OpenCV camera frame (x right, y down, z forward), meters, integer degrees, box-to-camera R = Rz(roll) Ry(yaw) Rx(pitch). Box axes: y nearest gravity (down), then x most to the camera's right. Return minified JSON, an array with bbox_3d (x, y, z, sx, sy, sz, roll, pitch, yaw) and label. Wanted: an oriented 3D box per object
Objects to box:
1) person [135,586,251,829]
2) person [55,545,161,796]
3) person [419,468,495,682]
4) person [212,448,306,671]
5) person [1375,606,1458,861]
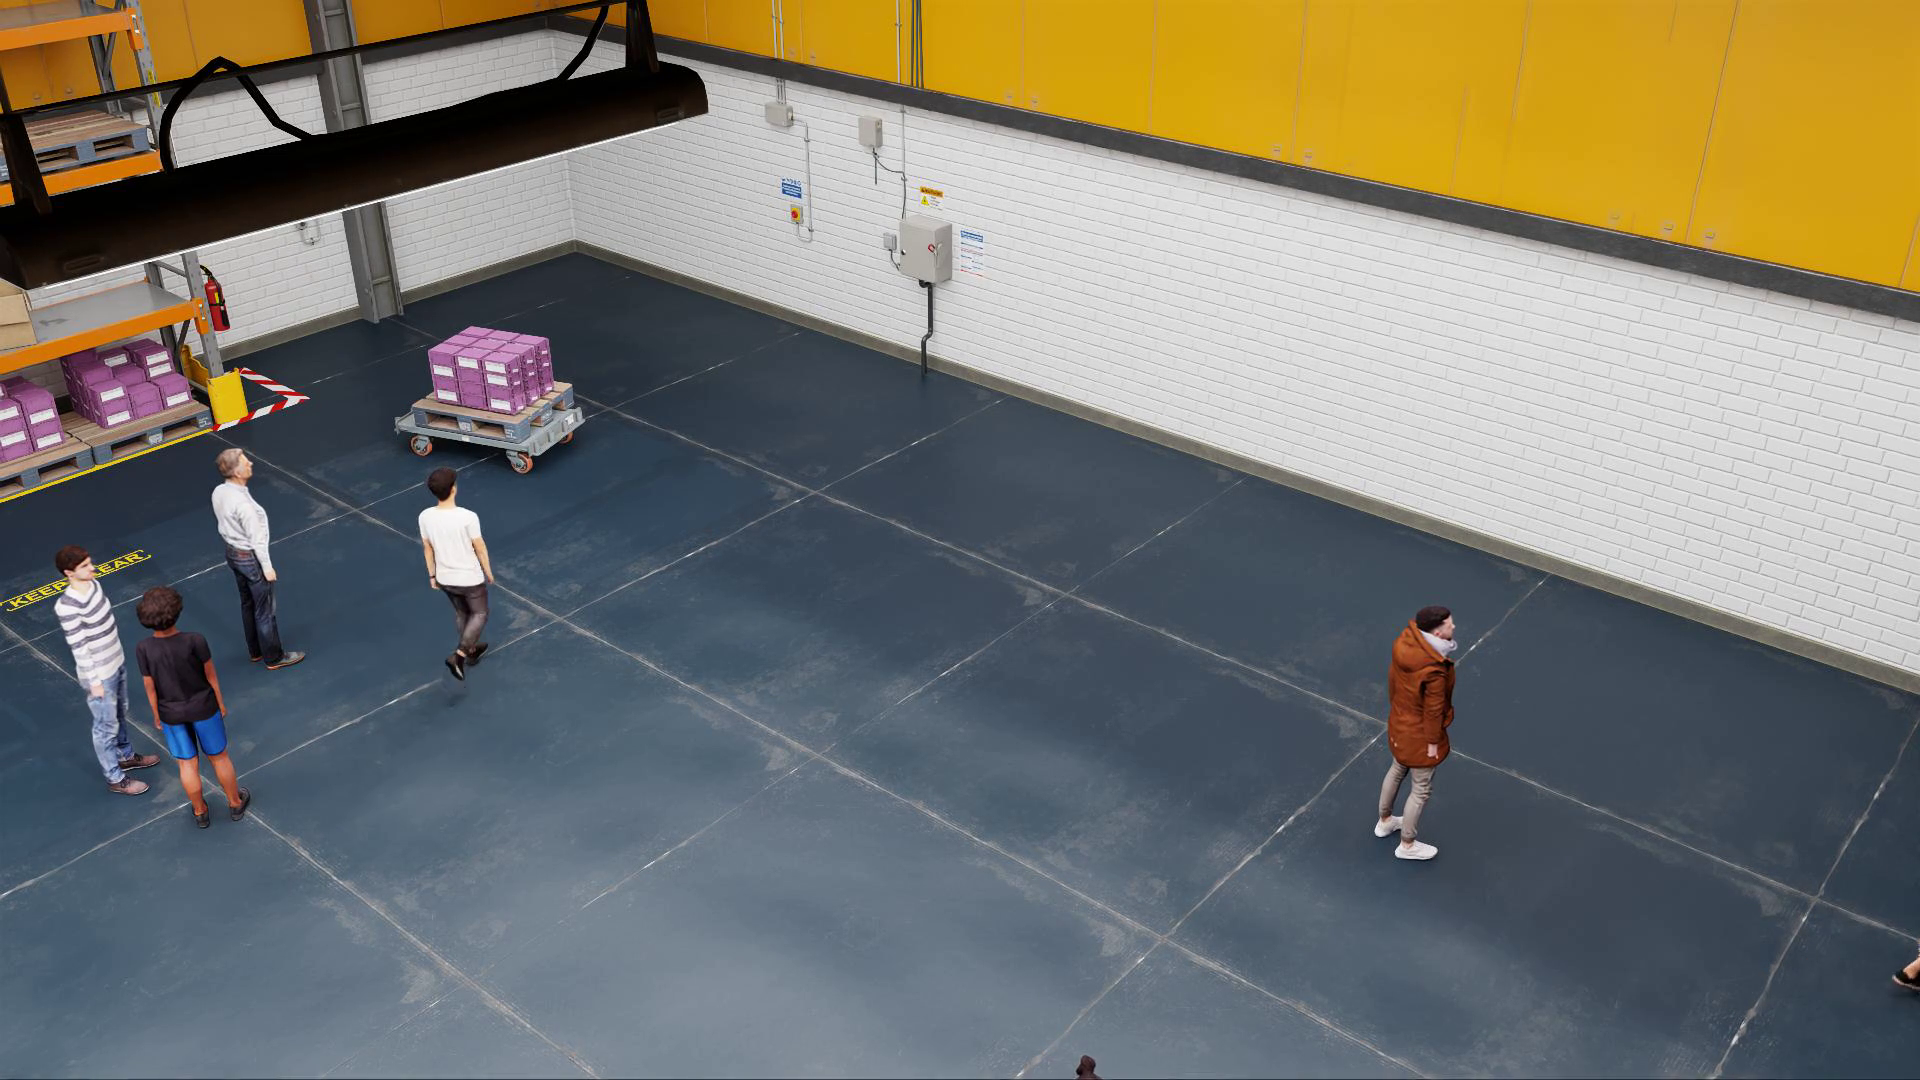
[{"bbox_3d":[-5.092,1.108,10.969,0.670,1.799,0.761,-9,30,-17],"label":"person"},{"bbox_3d":[-5.886,0.860,11.367,0.772,1.854,0.712,-3,29,-5],"label":"person"},{"bbox_3d":[-3.817,0.286,12.573,0.867,1.706,1.017,6,29,11],"label":"person"},{"bbox_3d":[-5.442,0.130,12.743,0.646,1.818,0.533,22,36,35],"label":"person"},{"bbox_3d":[2.947,1.218,10.727,0.895,1.837,0.856,-8,30,-14],"label":"person"}]
